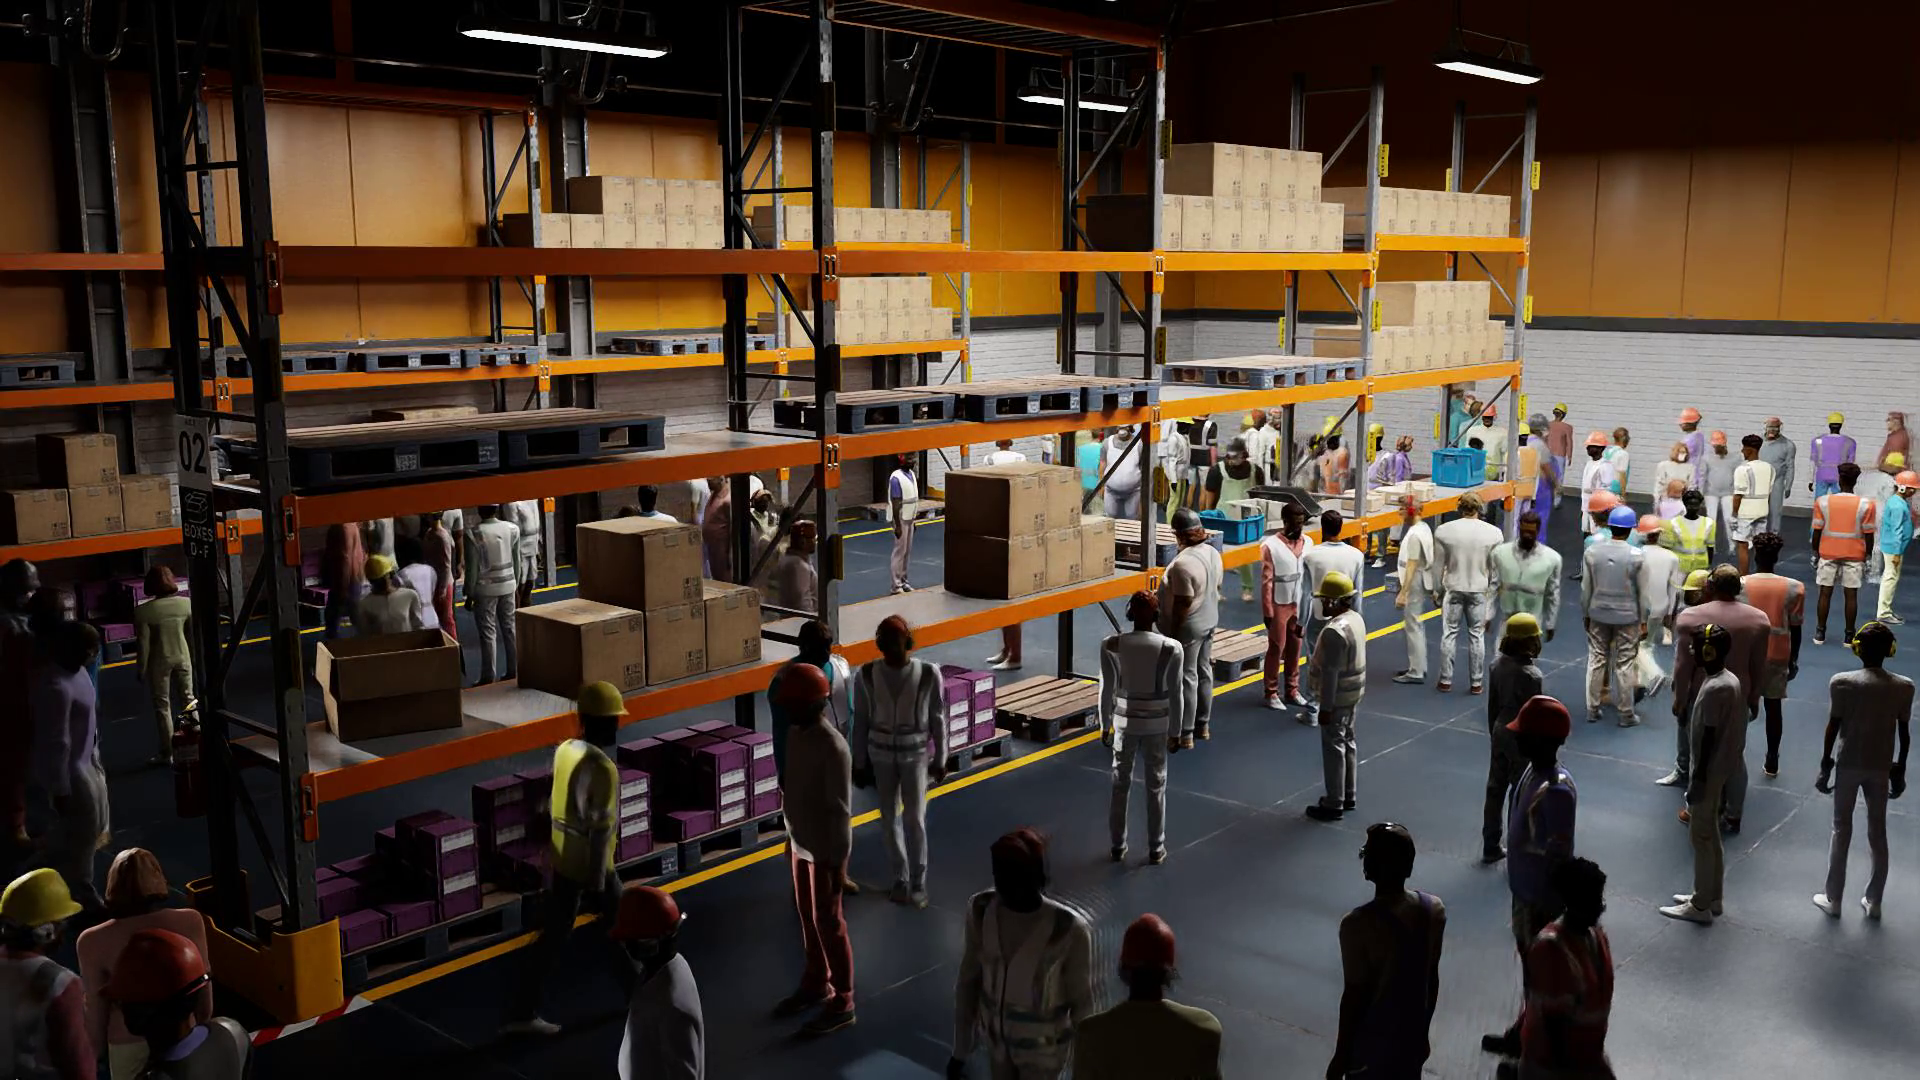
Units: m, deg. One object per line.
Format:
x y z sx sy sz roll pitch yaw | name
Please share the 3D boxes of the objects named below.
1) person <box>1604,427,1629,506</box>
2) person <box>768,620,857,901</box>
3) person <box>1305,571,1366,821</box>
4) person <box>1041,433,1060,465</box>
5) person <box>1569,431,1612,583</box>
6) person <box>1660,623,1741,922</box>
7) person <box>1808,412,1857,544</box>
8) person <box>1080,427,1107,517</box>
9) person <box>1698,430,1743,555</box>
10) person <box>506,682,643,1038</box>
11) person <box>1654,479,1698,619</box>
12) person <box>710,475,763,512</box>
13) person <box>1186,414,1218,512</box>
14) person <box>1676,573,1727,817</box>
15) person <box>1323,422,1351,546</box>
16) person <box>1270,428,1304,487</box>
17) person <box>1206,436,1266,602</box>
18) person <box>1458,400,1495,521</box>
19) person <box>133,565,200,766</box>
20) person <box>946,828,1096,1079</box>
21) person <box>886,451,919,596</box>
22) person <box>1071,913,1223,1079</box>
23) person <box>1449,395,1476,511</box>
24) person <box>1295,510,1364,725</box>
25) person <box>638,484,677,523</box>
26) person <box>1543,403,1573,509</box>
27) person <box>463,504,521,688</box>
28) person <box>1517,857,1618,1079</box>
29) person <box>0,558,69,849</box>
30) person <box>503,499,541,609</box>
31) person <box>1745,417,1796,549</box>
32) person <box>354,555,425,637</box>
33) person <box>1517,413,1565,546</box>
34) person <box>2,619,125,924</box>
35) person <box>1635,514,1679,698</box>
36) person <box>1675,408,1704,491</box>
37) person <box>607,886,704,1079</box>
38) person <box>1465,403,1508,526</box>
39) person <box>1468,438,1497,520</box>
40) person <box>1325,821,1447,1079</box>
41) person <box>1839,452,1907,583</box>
8.943 -0.627 22.671 0.373 1.820 0.549 -1 10 -4 | person
-0.912 1.399 10.580 0.633 1.834 0.430 -9 13 -44 | person
2.753 1.133 12.188 0.404 1.824 0.586 5 11 28 | person
1.514 -1.414 27.326 0.392 1.838 0.561 -3 10 -19 | person
7.994 -0.408 21.013 0.353 1.942 0.546 -1 10 -5 | person
4.613 1.433 10.298 0.350 1.855 0.528 6 11 34 | person
12.521 -0.879 23.907 0.587 1.918 0.396 5 11 29 | person
1.864 -0.728 23.279 0.666 1.819 0.560 -7 12 -35 | person
10.599 -0.661 23.153 0.602 1.728 0.417 4 10 21 | person
-1.999 1.682 8.794 0.988 1.865 0.599 -9 13 -43 | person
8.165 0.096 19.058 0.884 1.589 0.526 -6 11 -32 | person
-2.542 -0.073 19.167 0.651 1.900 0.401 -4 10 -21 | person
3.701 -1.194 25.454 0.409 2.033 0.608 -9 13 -43 | person
5.466 1.151 12.004 0.573 1.842 0.381 -5 11 -28 | person
5.081 -0.641 22.481 0.413 1.921 0.619 -2 10 -11 | person
4.841 -0.894 24.667 0.534 1.687 0.324 -2 10 -11 | person
3.308 -0.254 19.804 0.759 2.000 0.540 -1 10 -4 | person
7.933 -1.180 25.634 0.638 1.938 0.356 -3 10 -17 | person
-6.414 1.010 13.467 0.268 1.631 0.507 8 12 38 | person
0.224 2.047 6.583 0.566 1.866 0.559 8 12 39 | person
-0.695 -0.218 20.168 0.373 1.843 0.572 3 10 17 | person
0.655 2.205 6.033 0.579 1.738 0.354 -1 10 -8 | person
8.282 -1.430 27.242 0.639 1.902 0.407 -7 12 -34 | person
3.240 0.687 14.596 0.598 1.907 0.408 -2 10 -14 | person
-3.038 0.392 16.310 0.597 1.917 0.375 -2 10 -14 | person
9.827 -1.385 27.413 0.534 1.756 0.342 8 12 38 | person
-4.434 0.466 15.780 0.385 1.948 0.603 8 12 39 | person
2.502 2.093 6.919 0.529 1.657 0.854 -8 12 -39 | person
-6.477 1.118 11.612 0.535 2.000 0.685 6 11 34 | person
-4.657 0.122 17.861 0.374 1.939 0.545 2 10 14 | person
11.385 -0.792 23.447 0.649 1.900 0.403 8 12 40 | person
-4.580 0.961 13.449 0.558 1.732 0.414 -5 11 -28 | person
8.043 -0.793 23.017 0.576 2.000 0.725 0 10 0 | person
-5.509 1.429 10.133 0.624 1.913 0.649 -3 10 -20 | person
6.406 0.630 15.439 0.570 1.731 0.583 -2 10 -14 | person
10.267 -0.866 23.535 0.479 2.024 0.600 4 10 23 | person
-1.143 2.149 6.320 0.341 1.745 0.573 -3 10 -17 | person
7.769 -1.035 24.599 0.623 1.992 0.397 3 10 15 | person
7.137 -0.605 23.066 0.538 1.631 0.859 7 12 36 | person
1.710 2.032 6.738 0.506 1.846 0.345 -5 11 -28 | person
11.499 -0.275 20.916 0.592 1.703 0.527 1 10 3 | person
